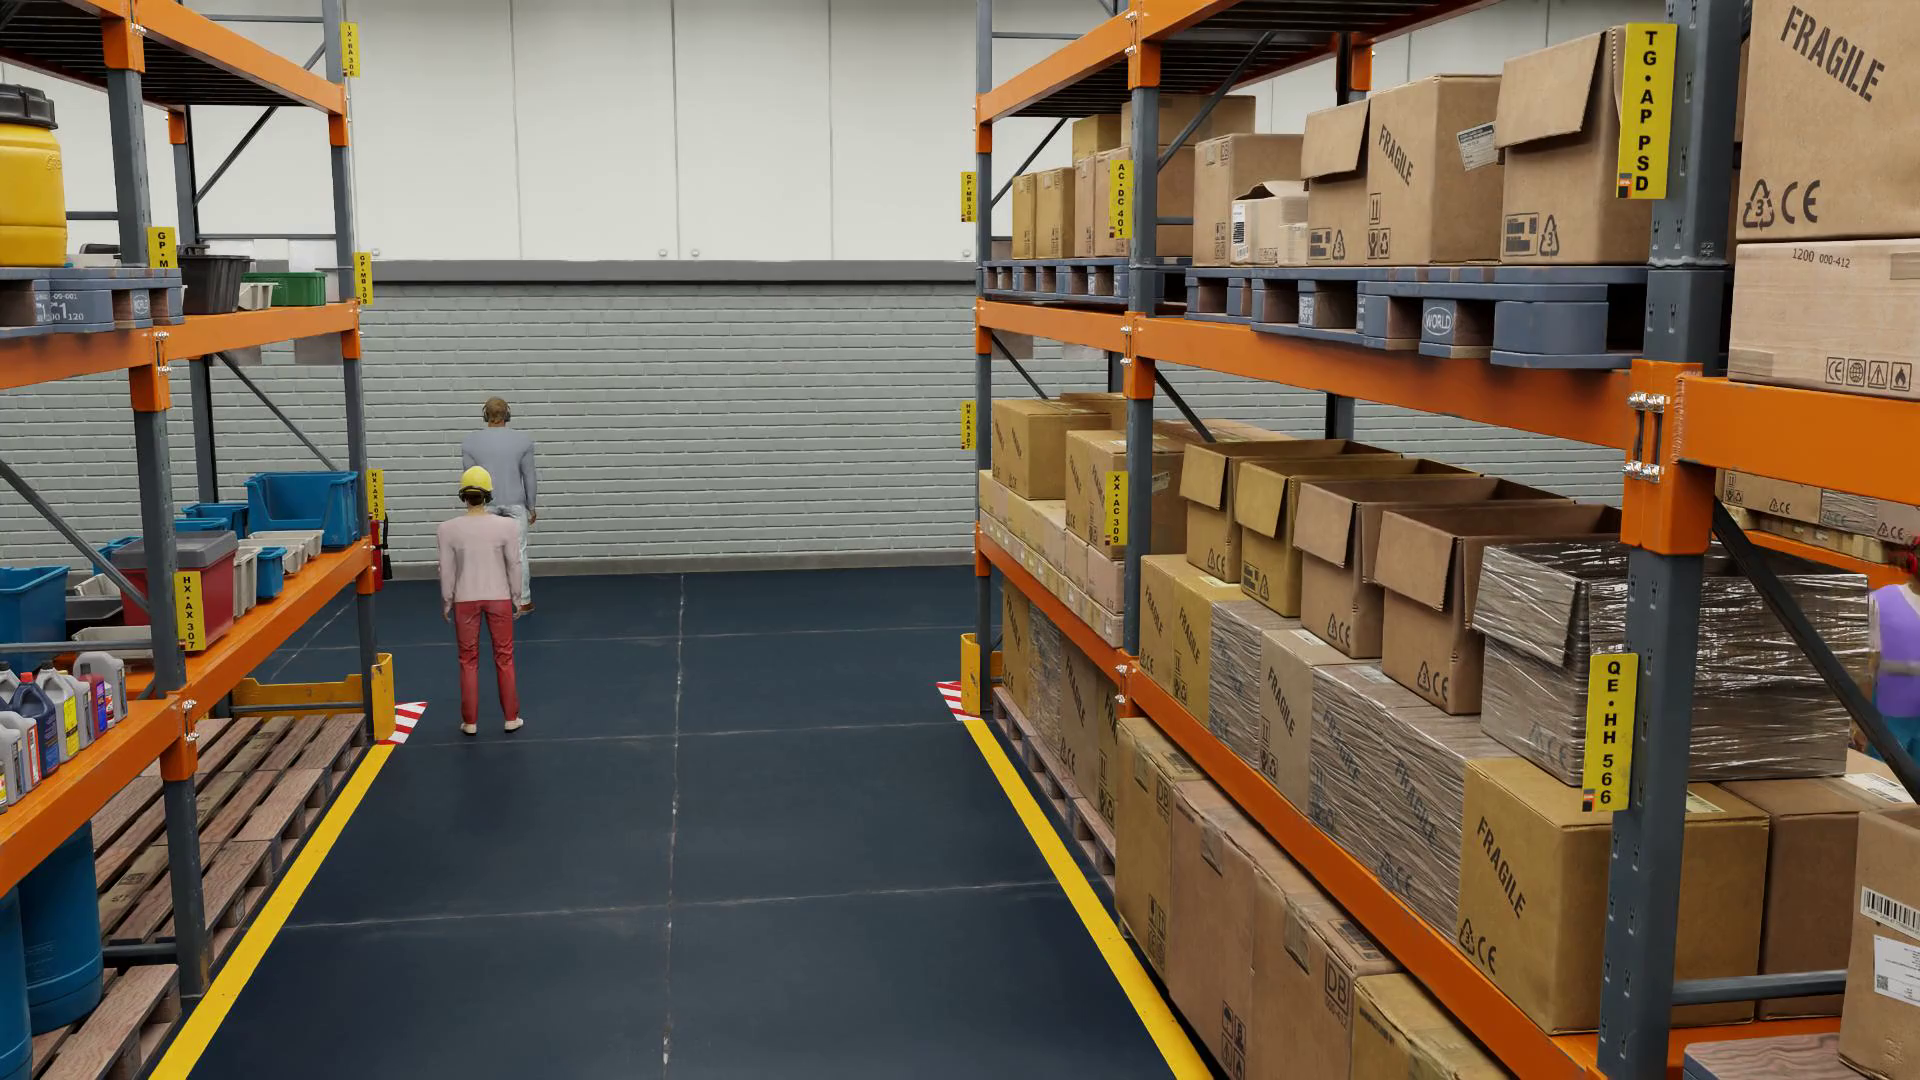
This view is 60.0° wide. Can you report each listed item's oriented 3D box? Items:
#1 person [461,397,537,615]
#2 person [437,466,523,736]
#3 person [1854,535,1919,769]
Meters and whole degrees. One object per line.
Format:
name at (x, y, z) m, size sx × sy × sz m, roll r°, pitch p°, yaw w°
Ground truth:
person at (-4.025, -0.287, 14.598) m, size 0.627 × 1.935 × 0.373 m, roll -2°, pitch 9°, yaw -13°
person at (-3.125, 0.400, 10.874) m, size 0.523 × 1.769 × 0.319 m, roll -2°, pitch 9°, yaw -13°
person at (4.526, 0.837, 7.997) m, size 0.582 × 1.829 × 0.712 m, roll -1°, pitch 9°, yaw -3°
